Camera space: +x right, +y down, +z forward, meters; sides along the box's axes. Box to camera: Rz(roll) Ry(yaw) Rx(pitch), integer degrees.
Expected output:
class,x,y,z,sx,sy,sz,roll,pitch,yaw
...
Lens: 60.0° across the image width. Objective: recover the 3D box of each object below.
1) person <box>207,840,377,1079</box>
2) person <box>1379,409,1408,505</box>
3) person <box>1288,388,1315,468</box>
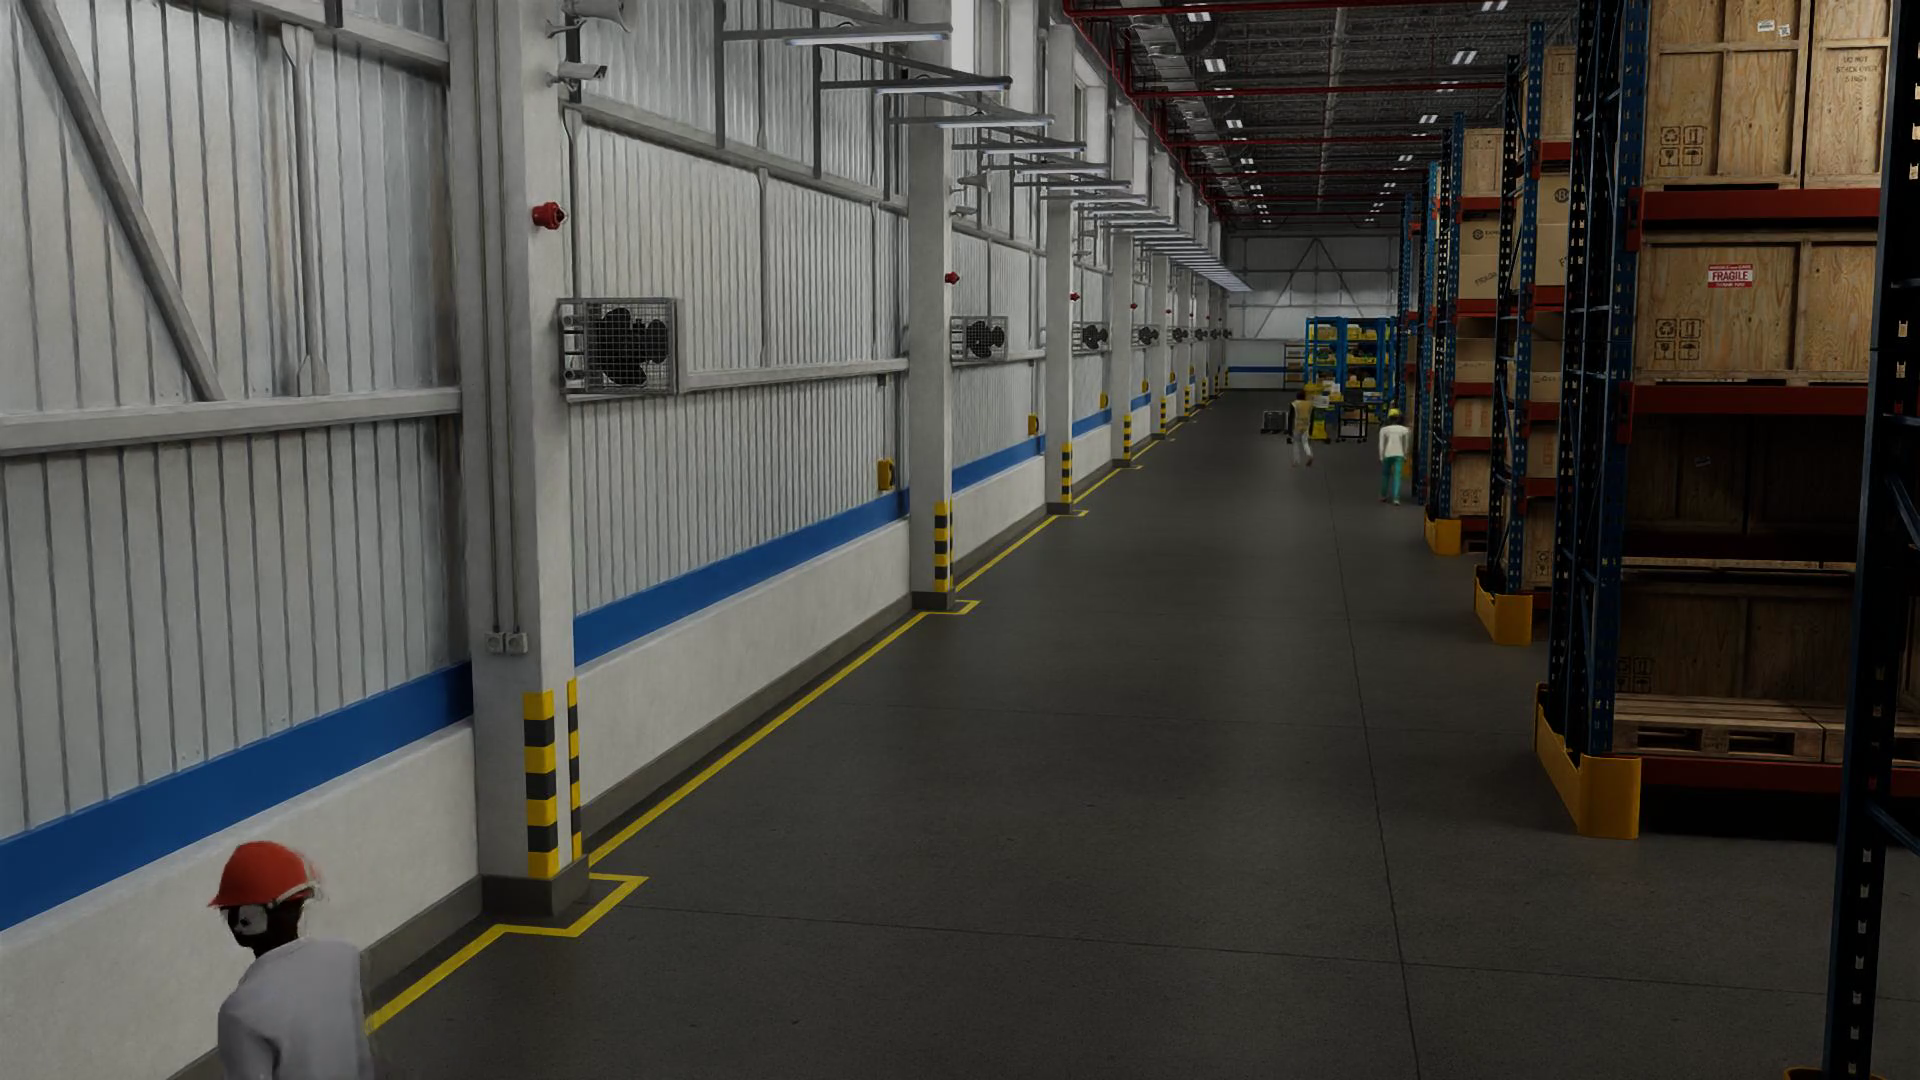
class,x,y,z,sx,sy,sz,roll,pitch,yaw
person,-1.797,1.676,4.601,0.853,1.717,0.602,1,7,8
person,7.814,-1.498,30.013,0.528,1.718,0.921,1,7,9
person,7.777,-2.548,37.993,0.627,1.829,0.468,-2,7,-18
